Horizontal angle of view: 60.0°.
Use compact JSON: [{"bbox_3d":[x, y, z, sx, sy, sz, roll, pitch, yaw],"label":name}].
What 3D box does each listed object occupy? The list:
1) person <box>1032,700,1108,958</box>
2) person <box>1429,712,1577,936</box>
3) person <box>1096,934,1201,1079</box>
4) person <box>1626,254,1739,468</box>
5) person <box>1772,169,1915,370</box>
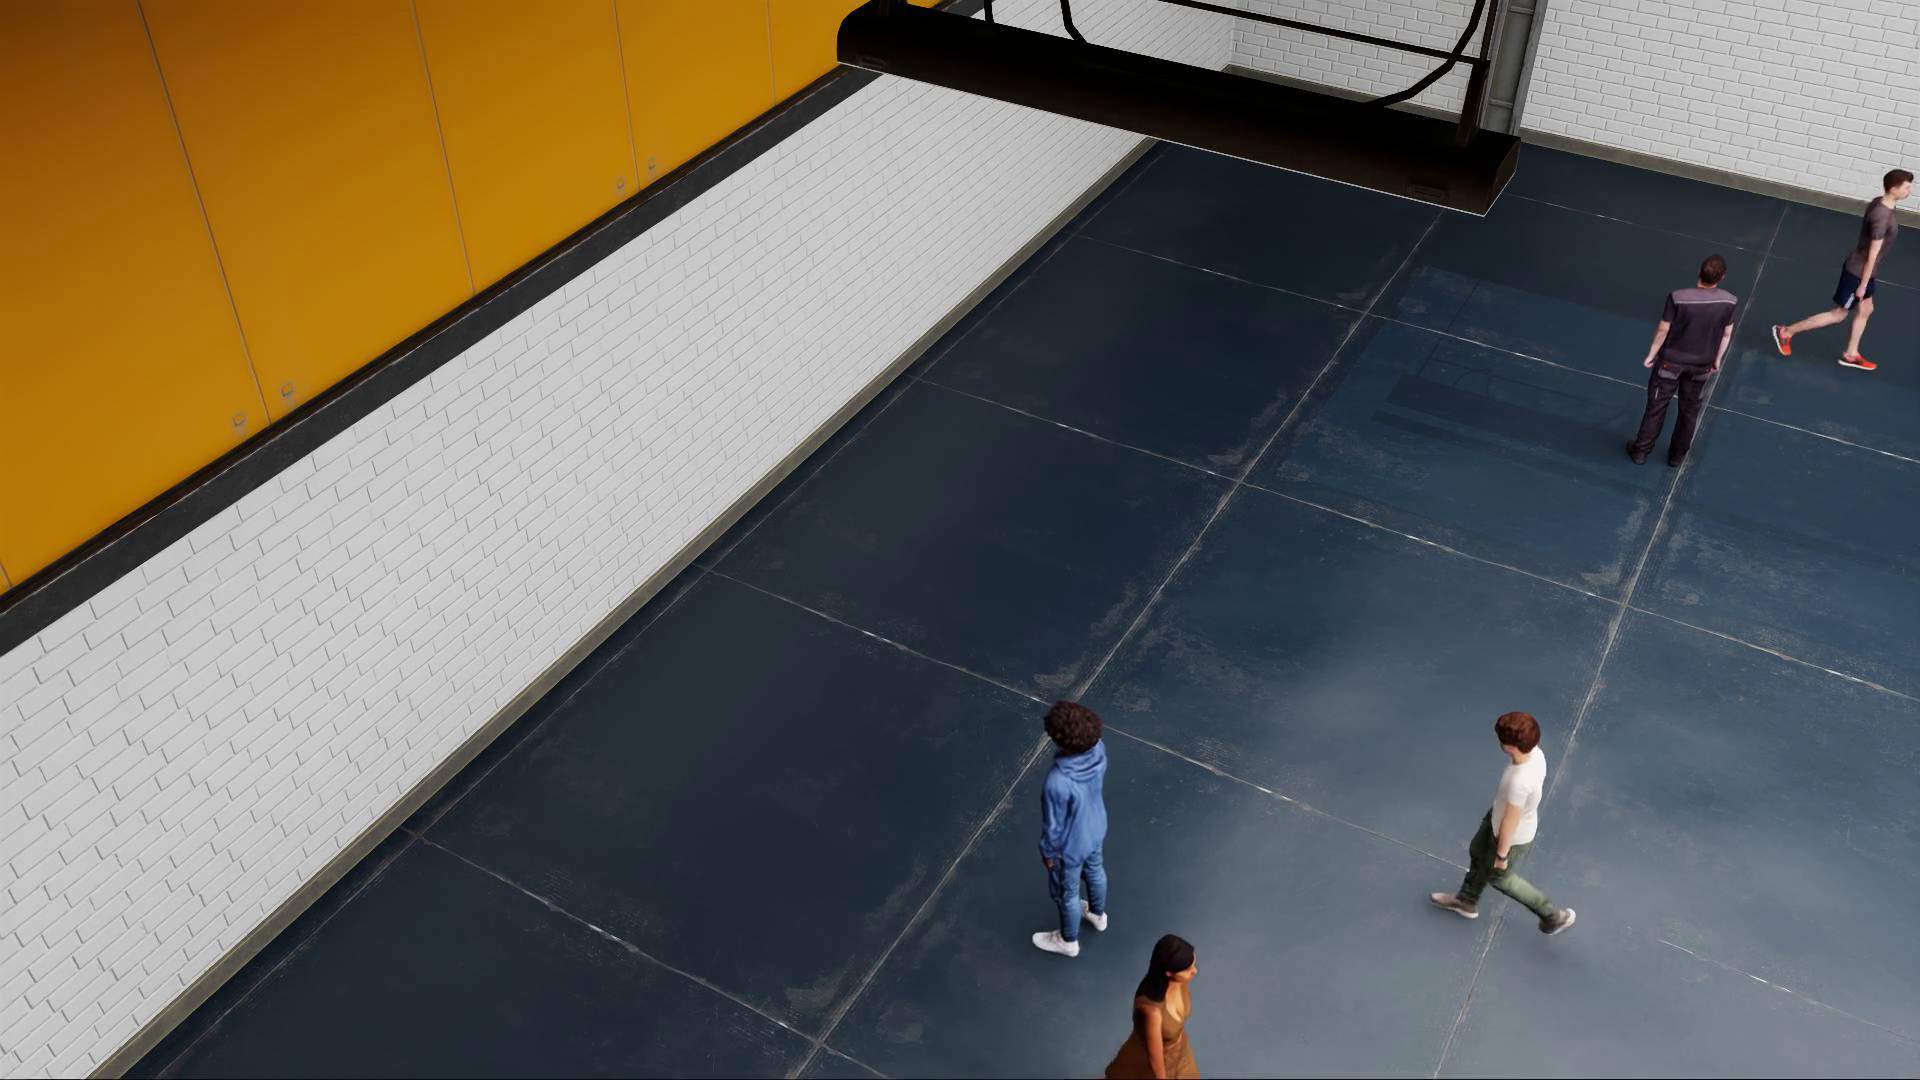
[{"bbox_3d":[0.644,1.600,9.203,0.639,1.799,0.714,27,46,29],"label":"person"},{"bbox_3d":[3.149,1.647,9.285,1.053,1.623,0.734,14,41,17],"label":"person"},{"bbox_3d":[0.871,2.515,8.183,1.087,1.643,0.638,24,44,27],"label":"person"},{"bbox_3d":[5.621,-1.382,12.900,0.656,1.844,0.847,8,39,9],"label":"person"},{"bbox_3d":[7.504,-2.275,14.036,1.133,1.824,0.707,17,42,20],"label":"person"}]
